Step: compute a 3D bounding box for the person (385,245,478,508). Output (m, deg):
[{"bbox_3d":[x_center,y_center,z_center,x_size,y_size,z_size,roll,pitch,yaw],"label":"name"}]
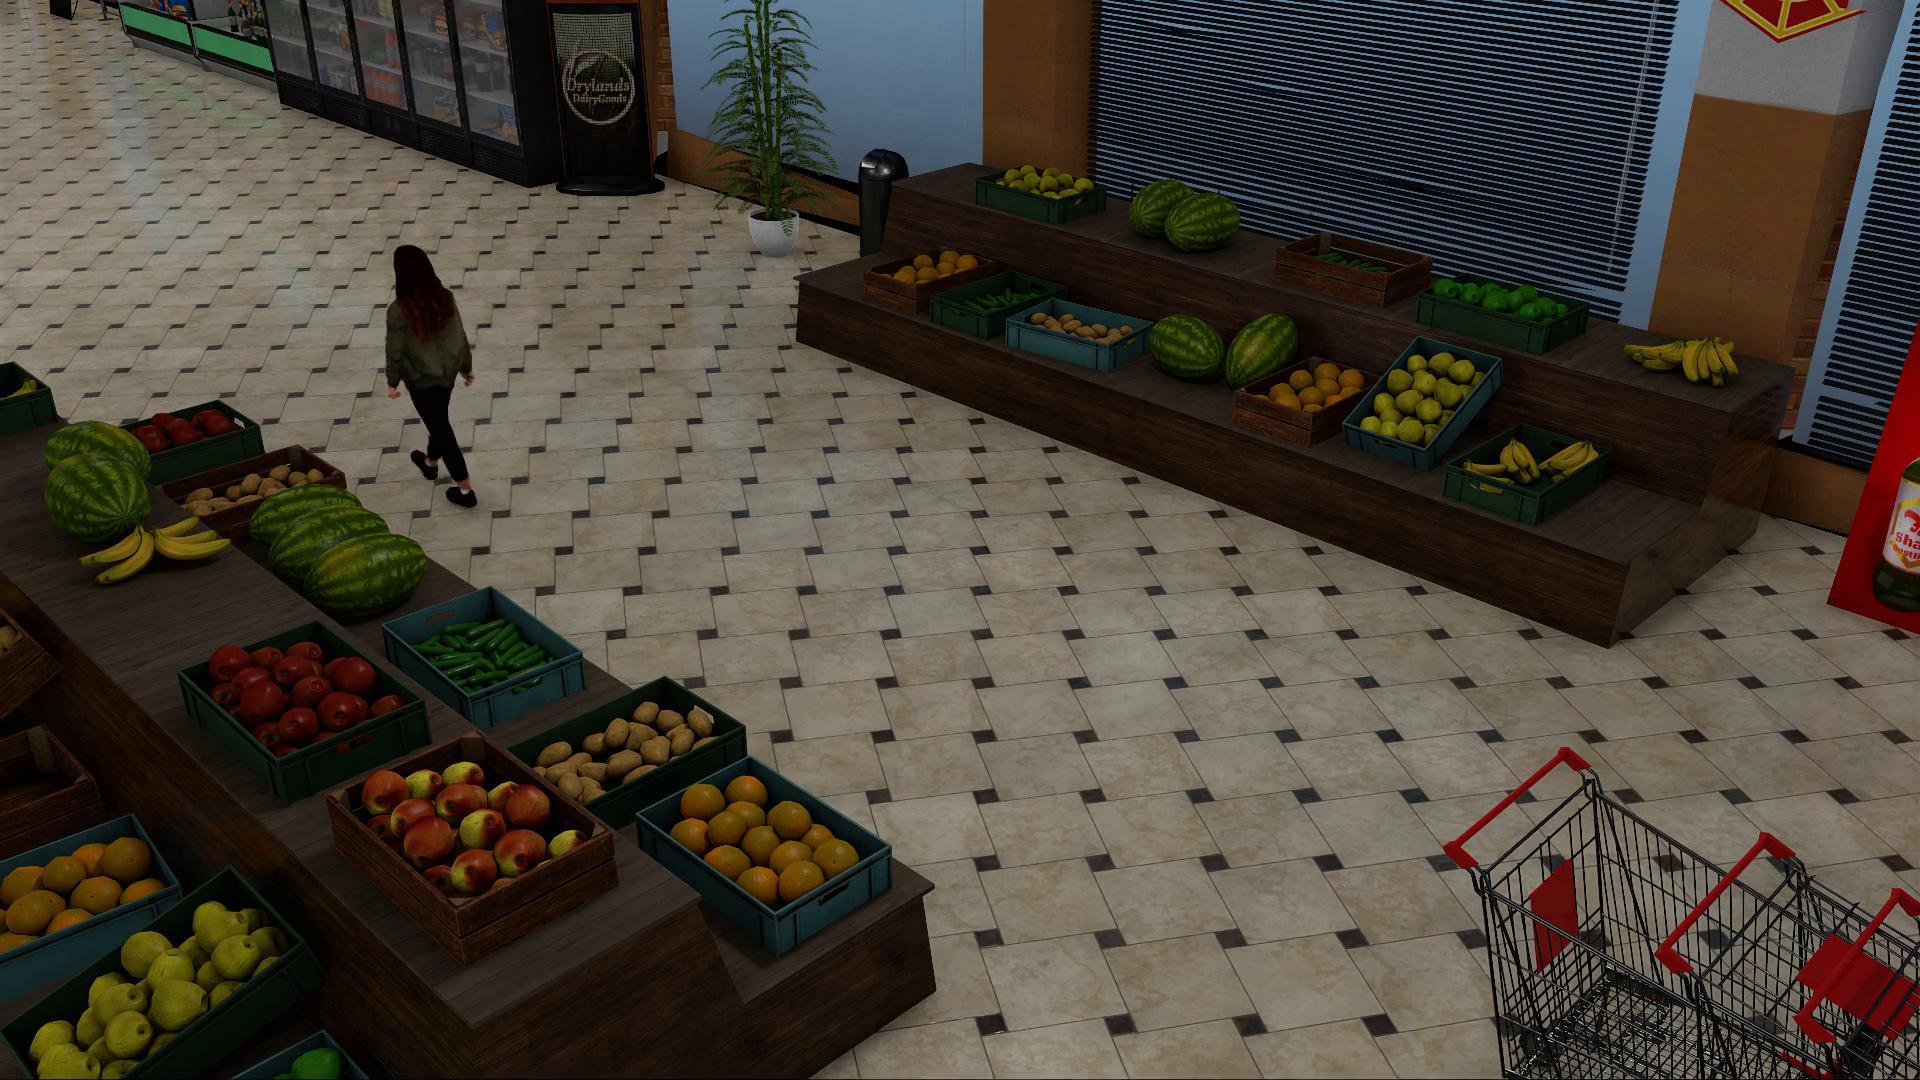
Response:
[{"bbox_3d":[-2.823,-0.859,9.032,0.924,1.451,0.683,19,33,33],"label":"person"}]
